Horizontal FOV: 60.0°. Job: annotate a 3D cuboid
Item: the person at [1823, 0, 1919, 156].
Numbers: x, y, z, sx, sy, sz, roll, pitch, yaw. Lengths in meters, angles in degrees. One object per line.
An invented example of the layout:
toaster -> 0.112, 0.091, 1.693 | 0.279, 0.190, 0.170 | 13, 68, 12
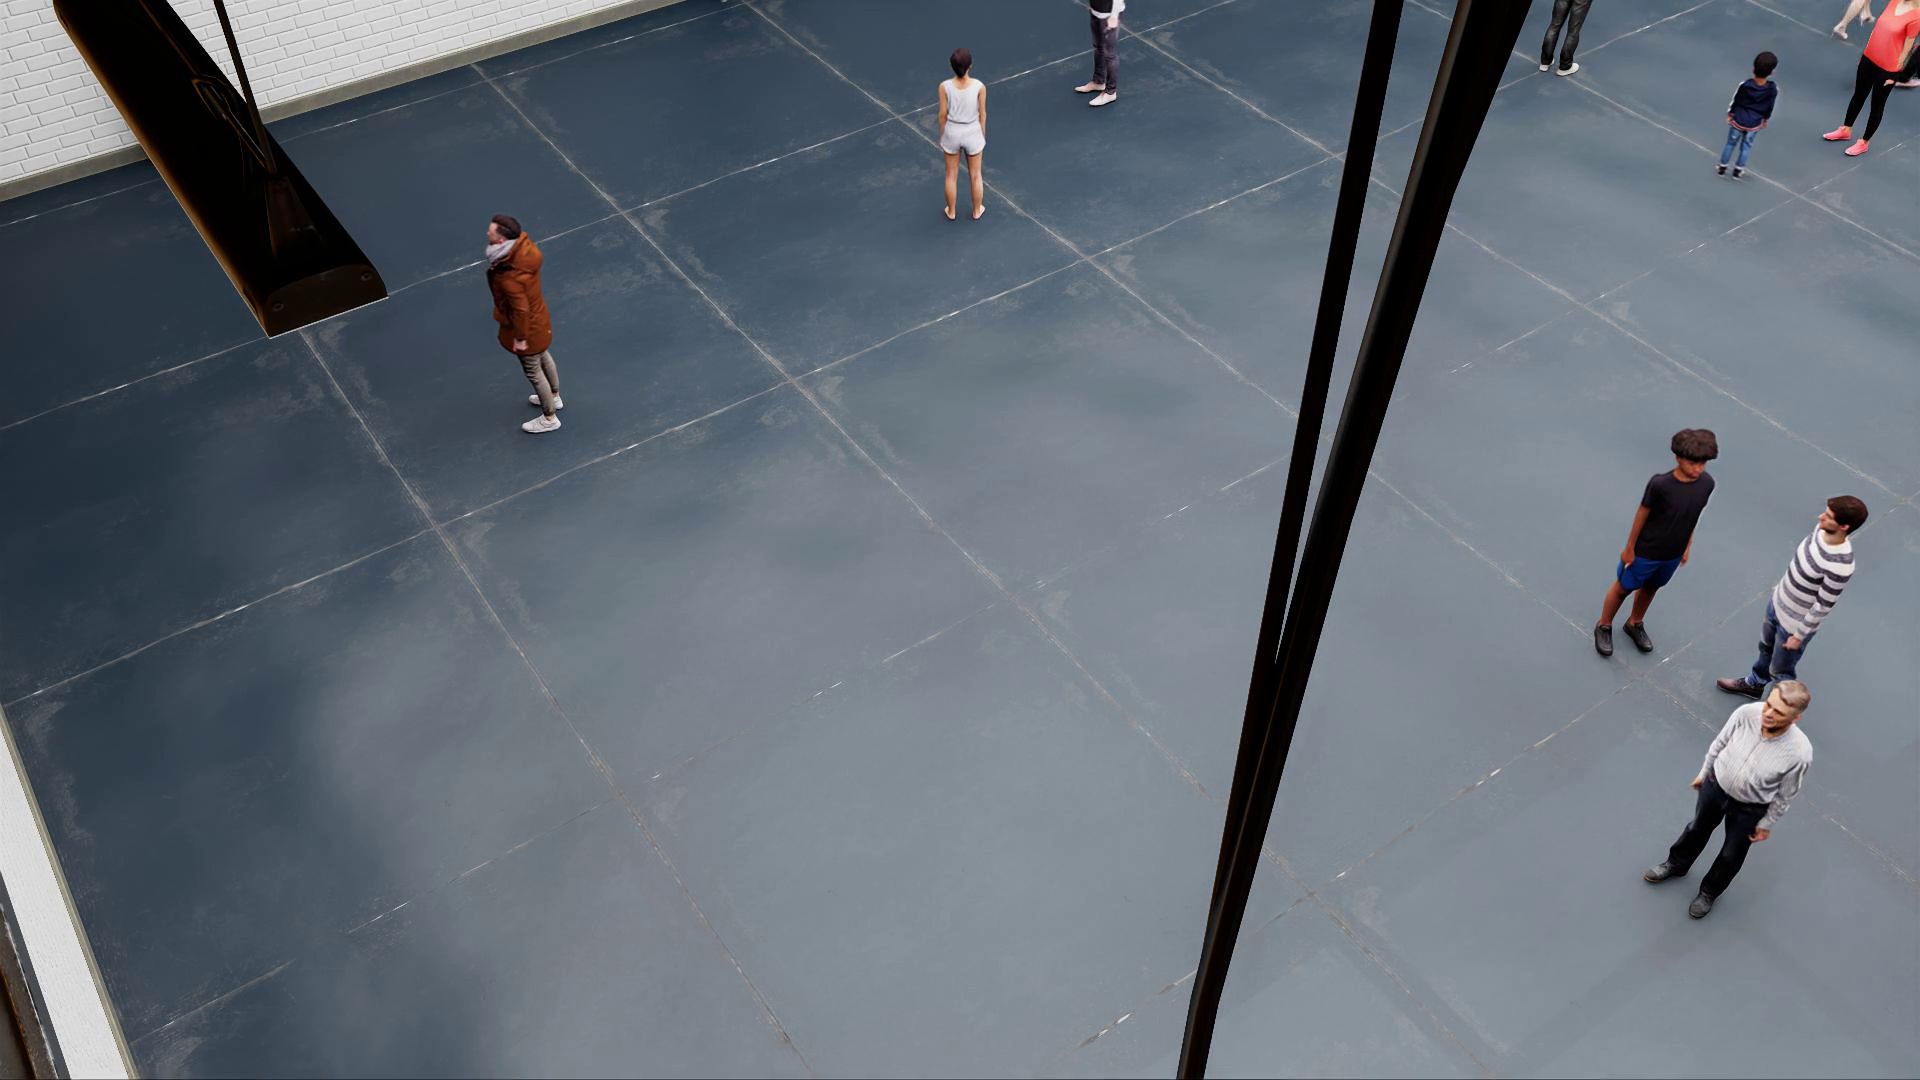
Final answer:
person -> 8.524, -4.395, 15.355 | 0.622, 1.694, 0.649 | -13, 45, -13

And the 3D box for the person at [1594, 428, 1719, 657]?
person -> 4.471, 0.005, 10.660 | 0.669, 1.799, 0.759 | -4, 44, -4

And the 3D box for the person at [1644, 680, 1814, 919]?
person -> 4.306, 1.402, 9.179 | 0.549, 1.820, 0.646 | -25, 49, -24

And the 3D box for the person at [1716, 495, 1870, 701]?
person -> 5.131, 0.433, 10.171 | 0.763, 1.854, 0.715 | 5, 44, 5

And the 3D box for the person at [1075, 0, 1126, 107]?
person -> 1.401, -5.077, 15.978 | 0.690, 1.823, 0.745 | -14, 45, -15

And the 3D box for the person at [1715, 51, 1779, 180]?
person -> 7.175, -3.859, 15.134 | 0.600, 1.223, 0.632 | 18, 47, 18

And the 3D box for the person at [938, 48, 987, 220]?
person -> 0.017, -3.535, 14.515 | 0.623, 1.607, 0.709 | 0, 44, 1

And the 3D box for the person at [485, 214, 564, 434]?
person -> -3.207, -1.615, 12.332 | 0.881, 1.838, 0.841 | 0, 44, 1

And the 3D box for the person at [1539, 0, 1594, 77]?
person -> 6.086, -5.475, 16.403 | 0.713, 1.812, 0.634 | 31, 51, 28
